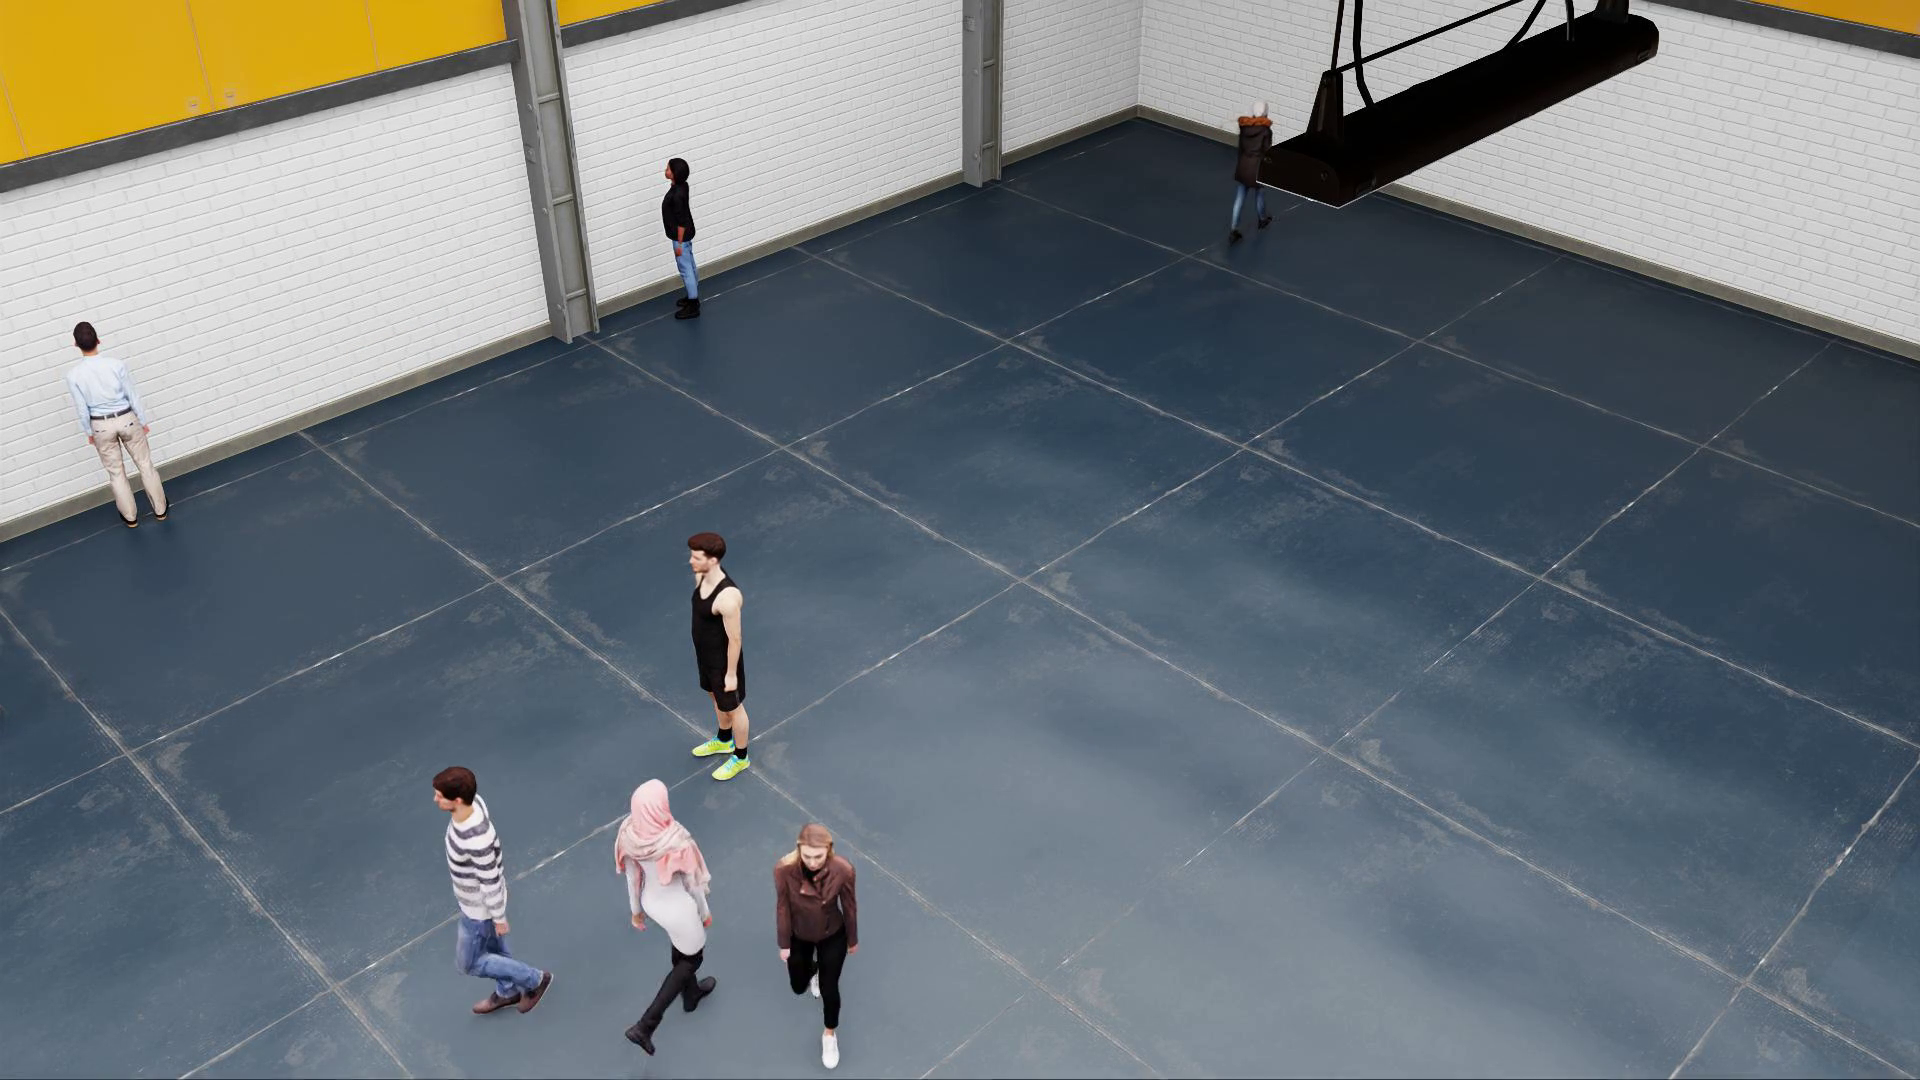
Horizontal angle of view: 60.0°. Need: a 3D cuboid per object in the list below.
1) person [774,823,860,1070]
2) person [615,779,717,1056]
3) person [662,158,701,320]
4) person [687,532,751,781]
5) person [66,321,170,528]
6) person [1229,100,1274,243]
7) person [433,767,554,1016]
[{"bbox_3d":[-0.793,2.141,9.219,0.891,1.687,0.959,1,34,1],"label":"person"},{"bbox_3d":[-1.638,2.104,9.186,0.764,1.784,1.061,18,38,25],"label":"person"},{"bbox_3d":[-2.850,-3.121,17.121,0.710,1.702,0.655,-1,34,-2],"label":"person"},{"bbox_3d":[-1.610,0.752,11.123,0.649,1.892,0.717,-21,39,-28],"label":"person"},{"bbox_3d":[-6.970,-0.946,13.718,0.630,1.848,0.764,-18,38,-25],"label":"person"},{"bbox_3d":[3.245,-4.121,18.726,0.697,1.591,1.042,24,41,32],"label":"person"},{"bbox_3d":[-2.597,1.974,9.333,0.864,1.838,0.798,-13,36,-18],"label":"person"}]
